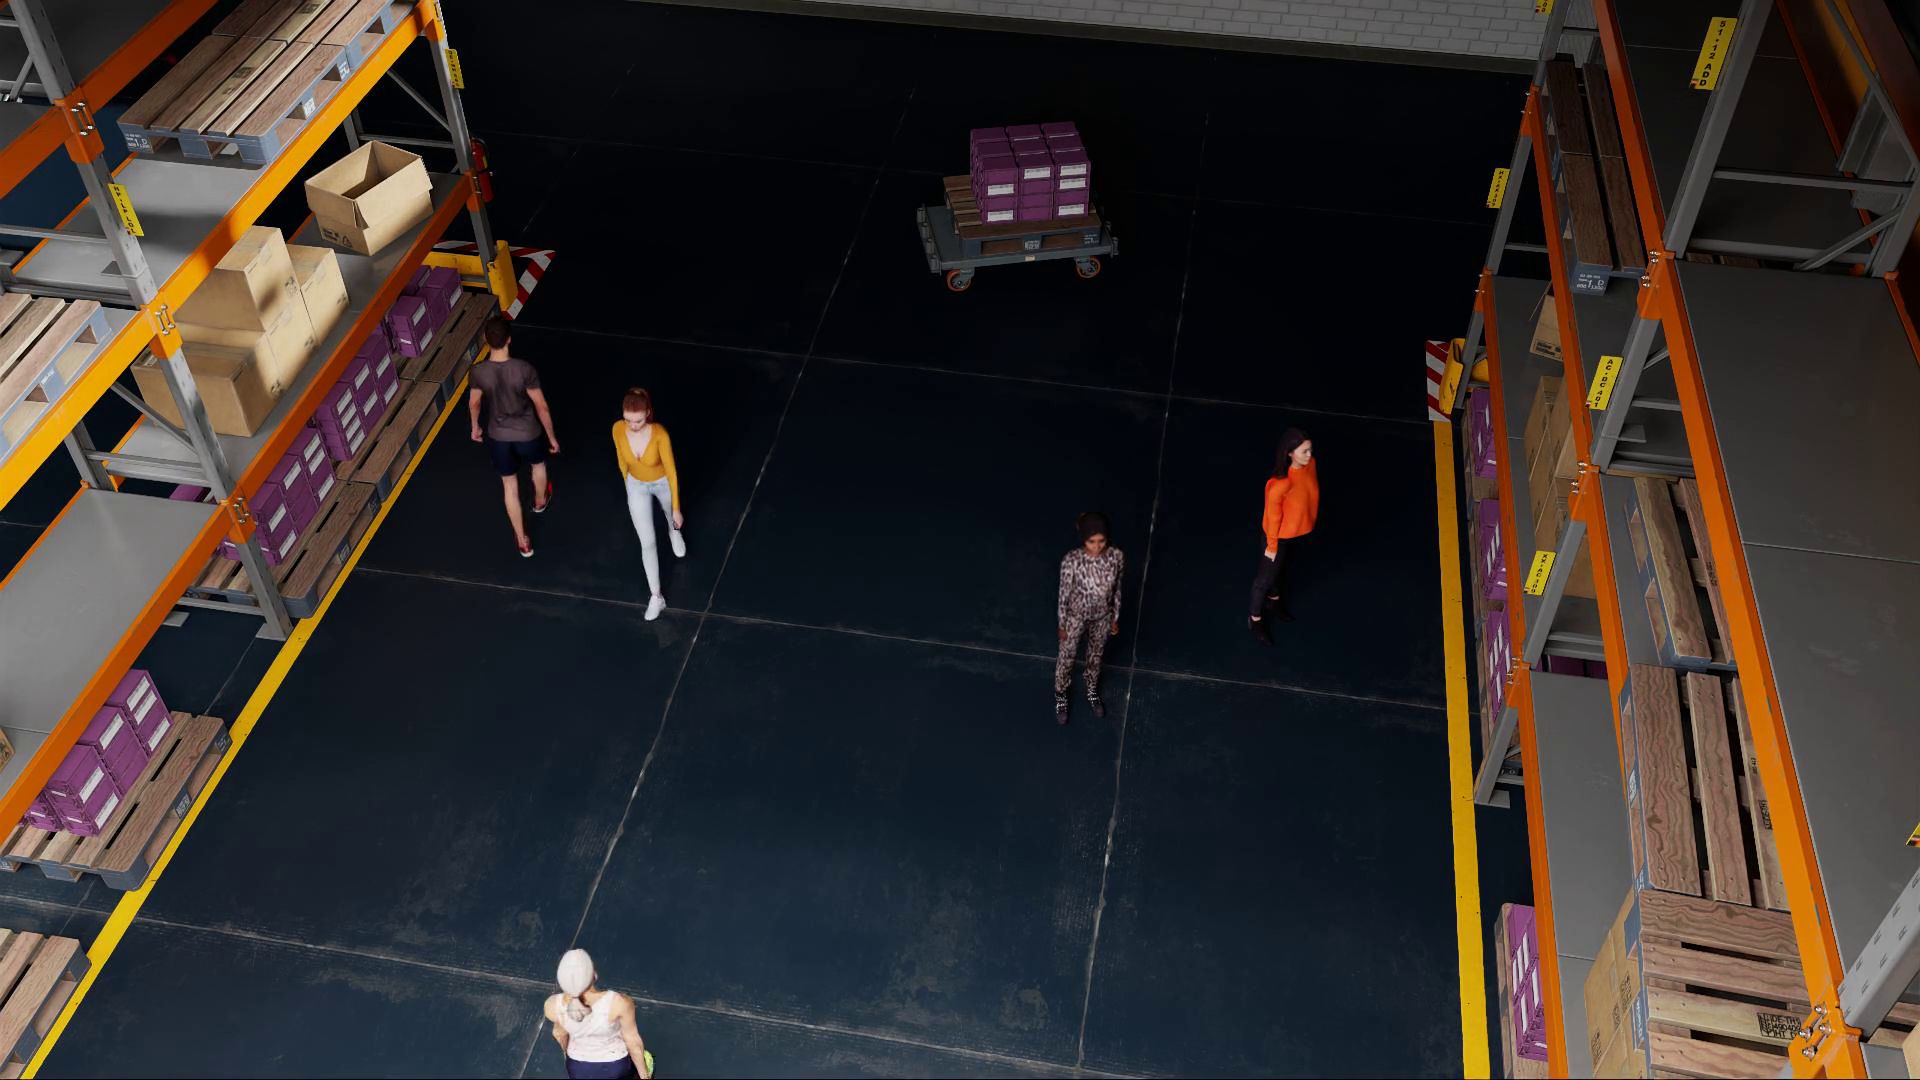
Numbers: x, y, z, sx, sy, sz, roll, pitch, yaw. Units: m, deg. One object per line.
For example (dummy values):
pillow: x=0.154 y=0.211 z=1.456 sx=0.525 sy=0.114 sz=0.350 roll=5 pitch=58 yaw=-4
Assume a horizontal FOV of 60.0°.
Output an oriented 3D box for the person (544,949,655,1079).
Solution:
person: x=-1.750 y=2.674 z=8.171 sx=0.777 sy=1.671 sz=1.054 roll=-1 pitch=44 yaw=-1

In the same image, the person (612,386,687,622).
person: x=-2.083 y=-0.395 z=11.376 sx=0.720 sy=1.694 sz=1.238 roll=1 pitch=44 yaw=1

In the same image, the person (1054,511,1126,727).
person: x=0.801 y=0.484 z=10.439 sx=0.647 sy=1.713 sz=0.663 roll=-7 pitch=44 yaw=-7

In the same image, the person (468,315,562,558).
person: x=-3.095 y=-0.666 z=11.572 sx=0.959 sy=1.817 sz=1.115 roll=-7 pitch=44 yaw=-7

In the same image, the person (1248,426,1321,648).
person: x=2.129 y=-0.052 z=10.978 sx=0.767 sy=1.747 sz=0.658 roll=30 pitch=51 yaw=28
